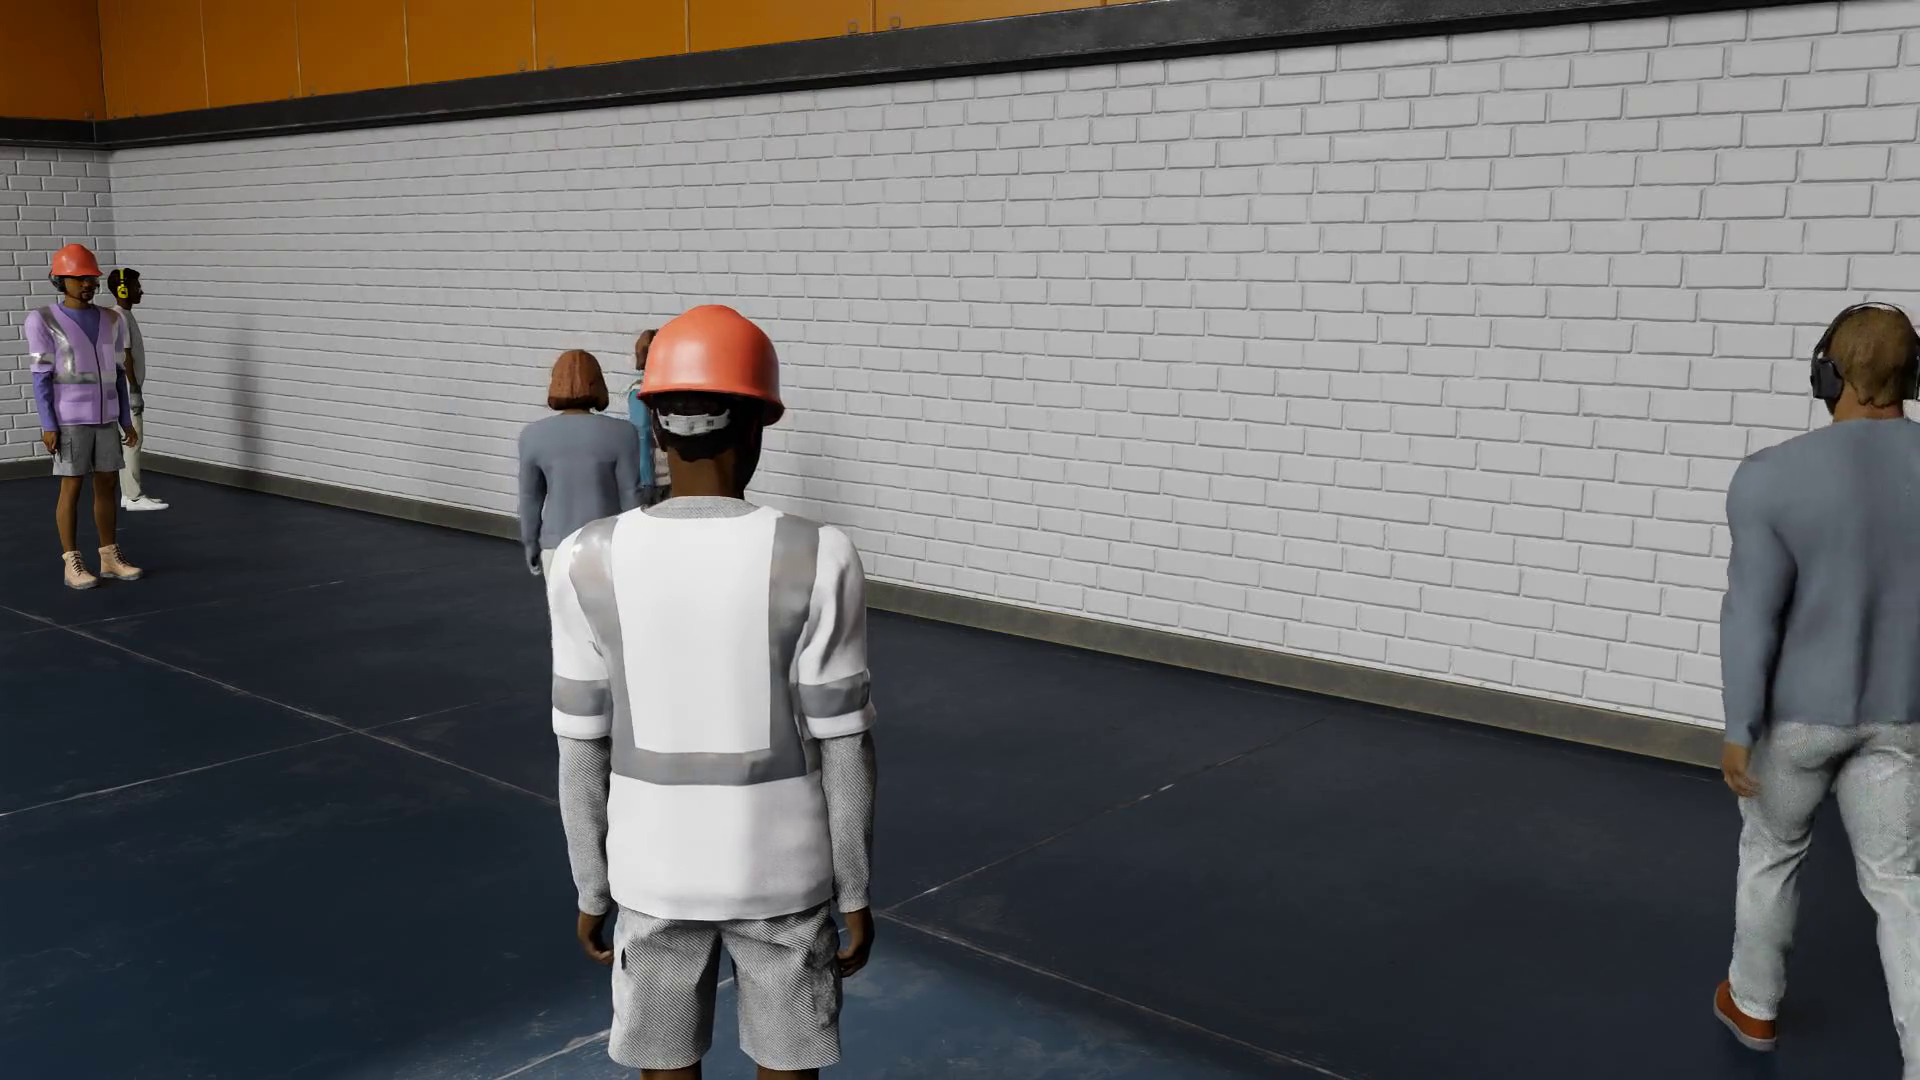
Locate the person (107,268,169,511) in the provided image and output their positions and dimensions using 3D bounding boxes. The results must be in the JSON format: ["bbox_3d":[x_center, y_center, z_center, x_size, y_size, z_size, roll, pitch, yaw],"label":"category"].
[{"bbox_3d":[-6.405,-1.161,12.879,0.328,1.872,0.515,-6,12,-33],"label":"person"}]

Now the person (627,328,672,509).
[{"bbox_3d":[-1.680,-0.337,8.942,0.822,1.605,0.525,2,10,13],"label":"person"}]

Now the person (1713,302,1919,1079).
[{"bbox_3d":[2.075,0.408,3.842,0.638,1.909,0.952,1,10,6],"label":"person"}]

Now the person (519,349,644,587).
[{"bbox_3d":[-1.516,0.032,6.785,0.538,1.608,0.611,0,10,2],"label":"person"}]

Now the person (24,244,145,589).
[{"bbox_3d":[-5.226,-0.738,9.975,0.370,2.044,0.608,5,11,26],"label":"person"}]

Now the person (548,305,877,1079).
[{"bbox_3d":[-0.408,0.568,2.873,0.543,1.928,0.373,1,10,4],"label":"person"}]
